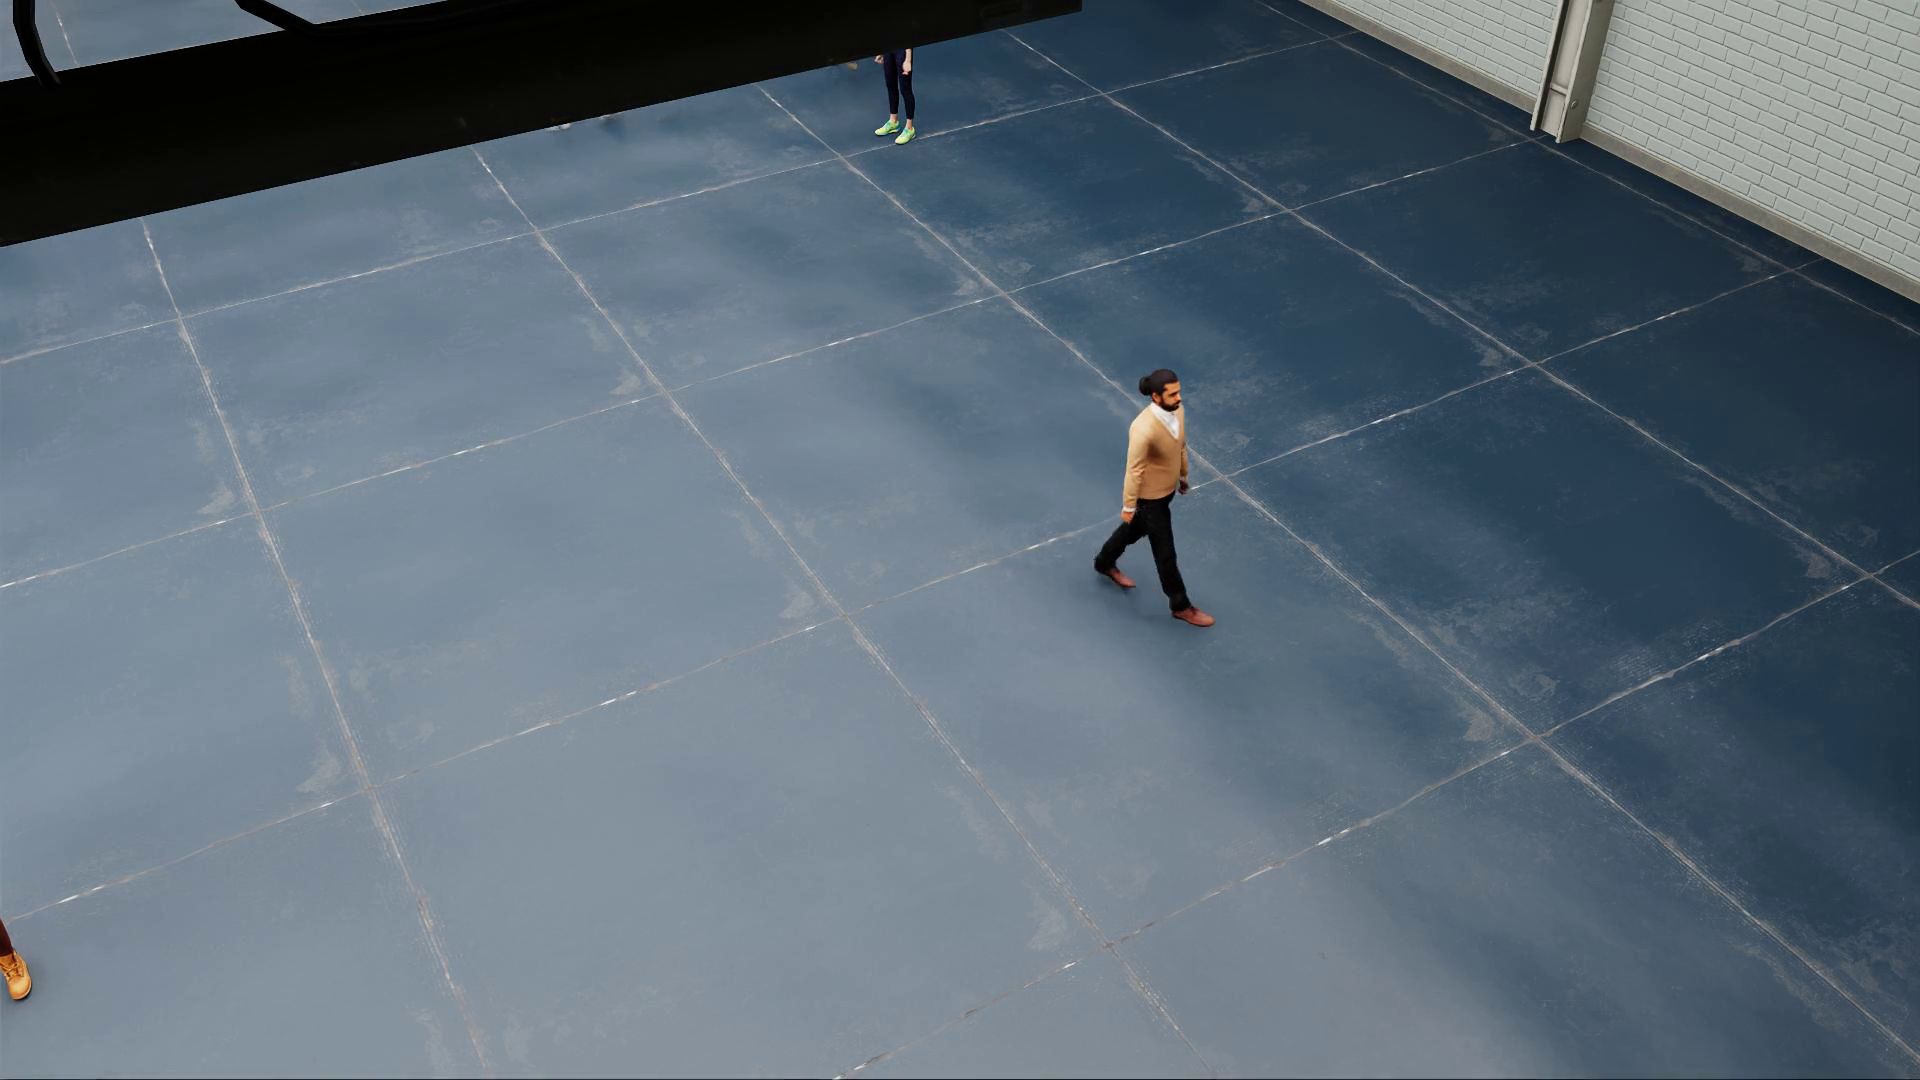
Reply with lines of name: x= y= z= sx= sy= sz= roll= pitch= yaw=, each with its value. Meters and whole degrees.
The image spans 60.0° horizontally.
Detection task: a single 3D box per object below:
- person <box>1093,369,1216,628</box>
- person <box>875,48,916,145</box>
person: x=1.119 y=-0.311 z=10.191 sx=1.247 sy=1.712 sz=1.016 roll=22 pitch=43 yaw=26
person: x=-0.591 y=-4.613 z=15.698 sx=0.556 sy=1.702 sz=0.718 roll=31 pitch=48 yaw=33
